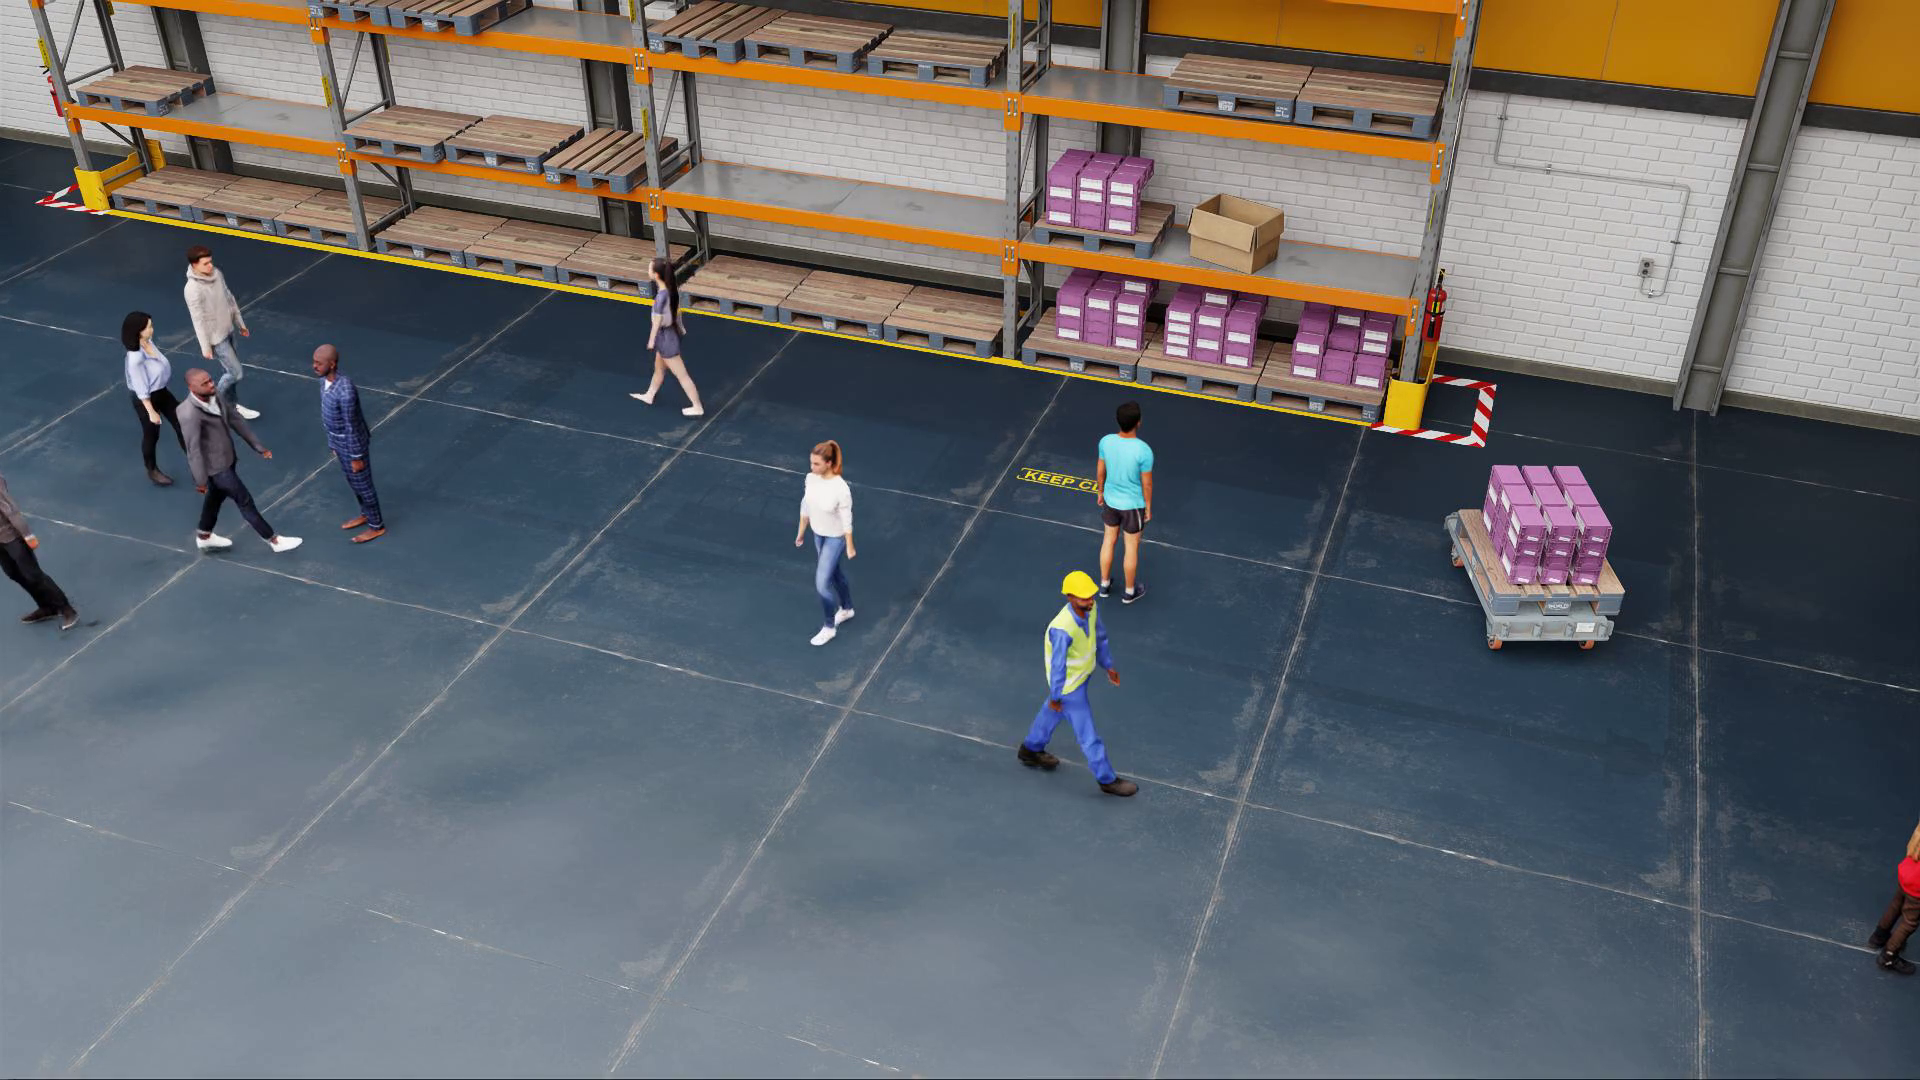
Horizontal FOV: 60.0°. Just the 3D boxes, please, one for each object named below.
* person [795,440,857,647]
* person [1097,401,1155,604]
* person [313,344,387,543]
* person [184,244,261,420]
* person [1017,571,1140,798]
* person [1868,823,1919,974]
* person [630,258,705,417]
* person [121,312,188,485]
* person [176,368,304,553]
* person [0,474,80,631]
[{"bbox_3d":[-0.949,-0.047,12.970,0.870,1.703,0.838,-24,41,-32],"label":"person"},{"bbox_3d":[1.304,-0.299,13.286,0.495,1.773,0.709,17,37,24],"label":"person"},{"bbox_3d":[-5.172,-0.852,14.077,0.816,1.818,0.717,-24,41,-32],"label":"person"},{"bbox_3d":[-7.089,-1.939,15.695,0.811,1.837,0.783,1,34,1],"label":"person"},{"bbox_3d":[0.702,0.936,11.430,1.195,1.771,0.740,15,36,21],"label":"person"},{"bbox_3d":[5.850,2.082,10.147,0.523,1.281,0.523,4,34,7],"label":"person"},{"bbox_3d":[-2.682,-1.890,15.824,1.042,1.613,0.738,5,34,7],"label":"person"},{"bbox_3d":[-7.218,-1.211,14.710,1.037,1.715,0.871,0,34,1],"label":"person"},{"bbox_3d":[-6.230,-0.617,13.780,1.283,1.756,1.018,-1,34,-2],"label":"person"},{"bbox_3d":[-7.354,-0.056,12.960,0.647,1.729,0.904,-6,34,-9],"label":"person"}]
